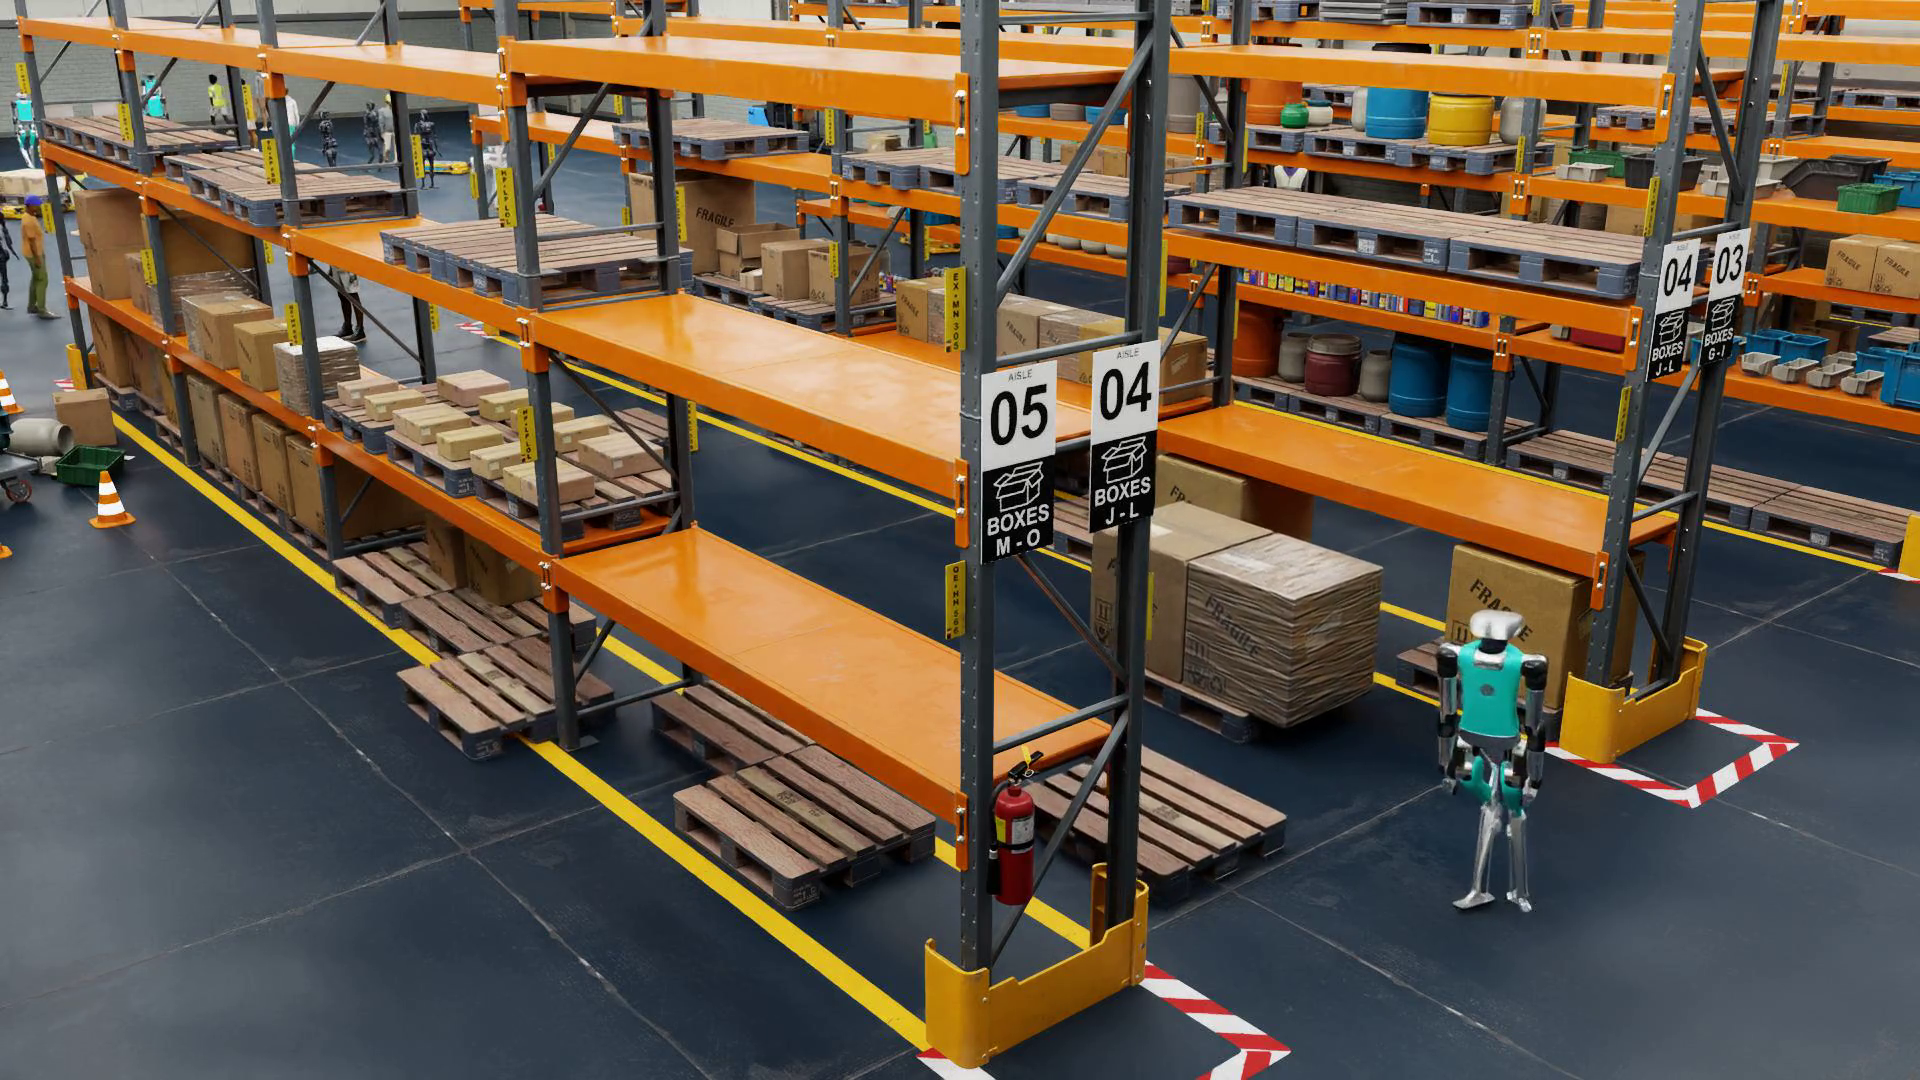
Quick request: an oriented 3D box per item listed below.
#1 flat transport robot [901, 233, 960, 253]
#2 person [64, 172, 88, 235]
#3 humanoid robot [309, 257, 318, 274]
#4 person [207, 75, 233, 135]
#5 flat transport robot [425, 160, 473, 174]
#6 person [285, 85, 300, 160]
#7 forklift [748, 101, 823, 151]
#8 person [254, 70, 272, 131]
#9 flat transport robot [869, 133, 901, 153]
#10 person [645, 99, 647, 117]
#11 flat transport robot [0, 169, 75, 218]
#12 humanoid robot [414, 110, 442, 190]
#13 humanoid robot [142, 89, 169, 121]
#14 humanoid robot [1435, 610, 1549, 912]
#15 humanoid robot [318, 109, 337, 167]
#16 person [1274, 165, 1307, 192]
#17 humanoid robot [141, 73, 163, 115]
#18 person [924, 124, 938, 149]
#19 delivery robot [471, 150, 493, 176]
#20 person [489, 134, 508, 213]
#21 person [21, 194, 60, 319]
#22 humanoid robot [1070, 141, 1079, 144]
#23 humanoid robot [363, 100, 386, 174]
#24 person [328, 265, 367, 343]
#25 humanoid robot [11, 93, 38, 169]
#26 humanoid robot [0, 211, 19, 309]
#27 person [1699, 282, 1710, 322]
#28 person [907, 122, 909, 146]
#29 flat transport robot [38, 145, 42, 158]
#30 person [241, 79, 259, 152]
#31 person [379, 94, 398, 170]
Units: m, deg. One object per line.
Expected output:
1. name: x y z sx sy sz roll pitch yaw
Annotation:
1. flat transport robot: -0.472 -5.101 28.454 0.659 0.231 1.431 -7 21 -20
2. person: -15.829 -6.408 29.745 0.397 1.886 0.524 -3 20 -7
3. humanoid robot: -10.280 -5.003 26.044 0.600 1.644 0.368 4 20 10
4. person: -20.695 -12.119 46.337 0.884 1.648 0.535 11 22 29
5. flat transport robot: -12.022 -8.610 38.440 1.431 0.231 0.659 4 20 11
6. person: -15.964 -9.871 39.594 0.522 1.877 0.897 -4 20 -10
7. forklift: -4.526 -11.368 42.374 1.129 2.768 1.873 -15 24 -37
8. person: -19.890 -12.660 47.563 0.405 1.871 0.492 10 22 27
9. flat transport robot: -1.701 -8.309 37.582 1.431 0.231 0.659 14 24 35
10. person: -7.927 -11.116 43.001 0.405 1.978 0.482 17 26 40
11. flat transport robot: -17.895 -6.433 32.244 0.659 0.231 1.431 7 20 18
12. humanoid robot: -11.398 -8.356 35.571 0.315 1.657 0.599 15 24 36
13. humanoid robot: -19.318 -9.992 40.299 0.535 1.857 0.778 -1 19 -2
14. humanoid robot: 2.753 1.122 8.537 0.602 1.790 0.812 10 22 26
15. humanoid robot: -13.581 -8.433 35.790 0.315 1.657 0.599 -12 23 -30
16. person: 5.328 -5.449 27.064 0.562 1.847 0.390 2 19 6
17. humanoid robot: -22.057 -11.813 45.341 0.538 1.728 1.014 0 19 -1
18. person: -0.669 -7.537 33.178 0.464 1.732 0.325 -1 19 -3
19. delivery robot: -10.842 -8.622 38.053 0.499 0.601 0.783 7 21 19
20. person: -8.891 -7.300 32.281 0.489 1.871 0.586 -10 22 -26
21. person: -12.710 -3.896 22.862 0.522 1.696 0.625 -10 22 -26
22. humanoid robot: 2.539 -7.746 33.730 0.968 1.737 0.554 -16 25 -37
23. humanoid robot: -13.457 -9.253 38.143 0.352 1.644 0.599 4 20 11
24. person: -7.952 -3.528 21.420 0.602 1.967 0.368 15 25 37
25. humanoid robot: -21.911 -9.539 39.059 0.541 1.903 0.735 -13 23 -33
26. humanoid robot: -13.606 -4.068 23.393 0.370 1.650 0.609 14 24 34
27. person: 10.069 -3.831 22.744 0.540 1.649 0.891 -14 24 -34
28. person: -0.917 -8.019 34.588 0.959 1.709 0.538 13 23 33
29. flat transport robot: -22.721 -9.747 41.676 0.659 0.231 1.431 -10 21 -25
30. person: -18.052 -10.730 42.103 0.793 1.844 0.414 10 22 26
31. person: -13.233 -9.492 38.714 0.537 1.741 0.556 -12 23 -31
